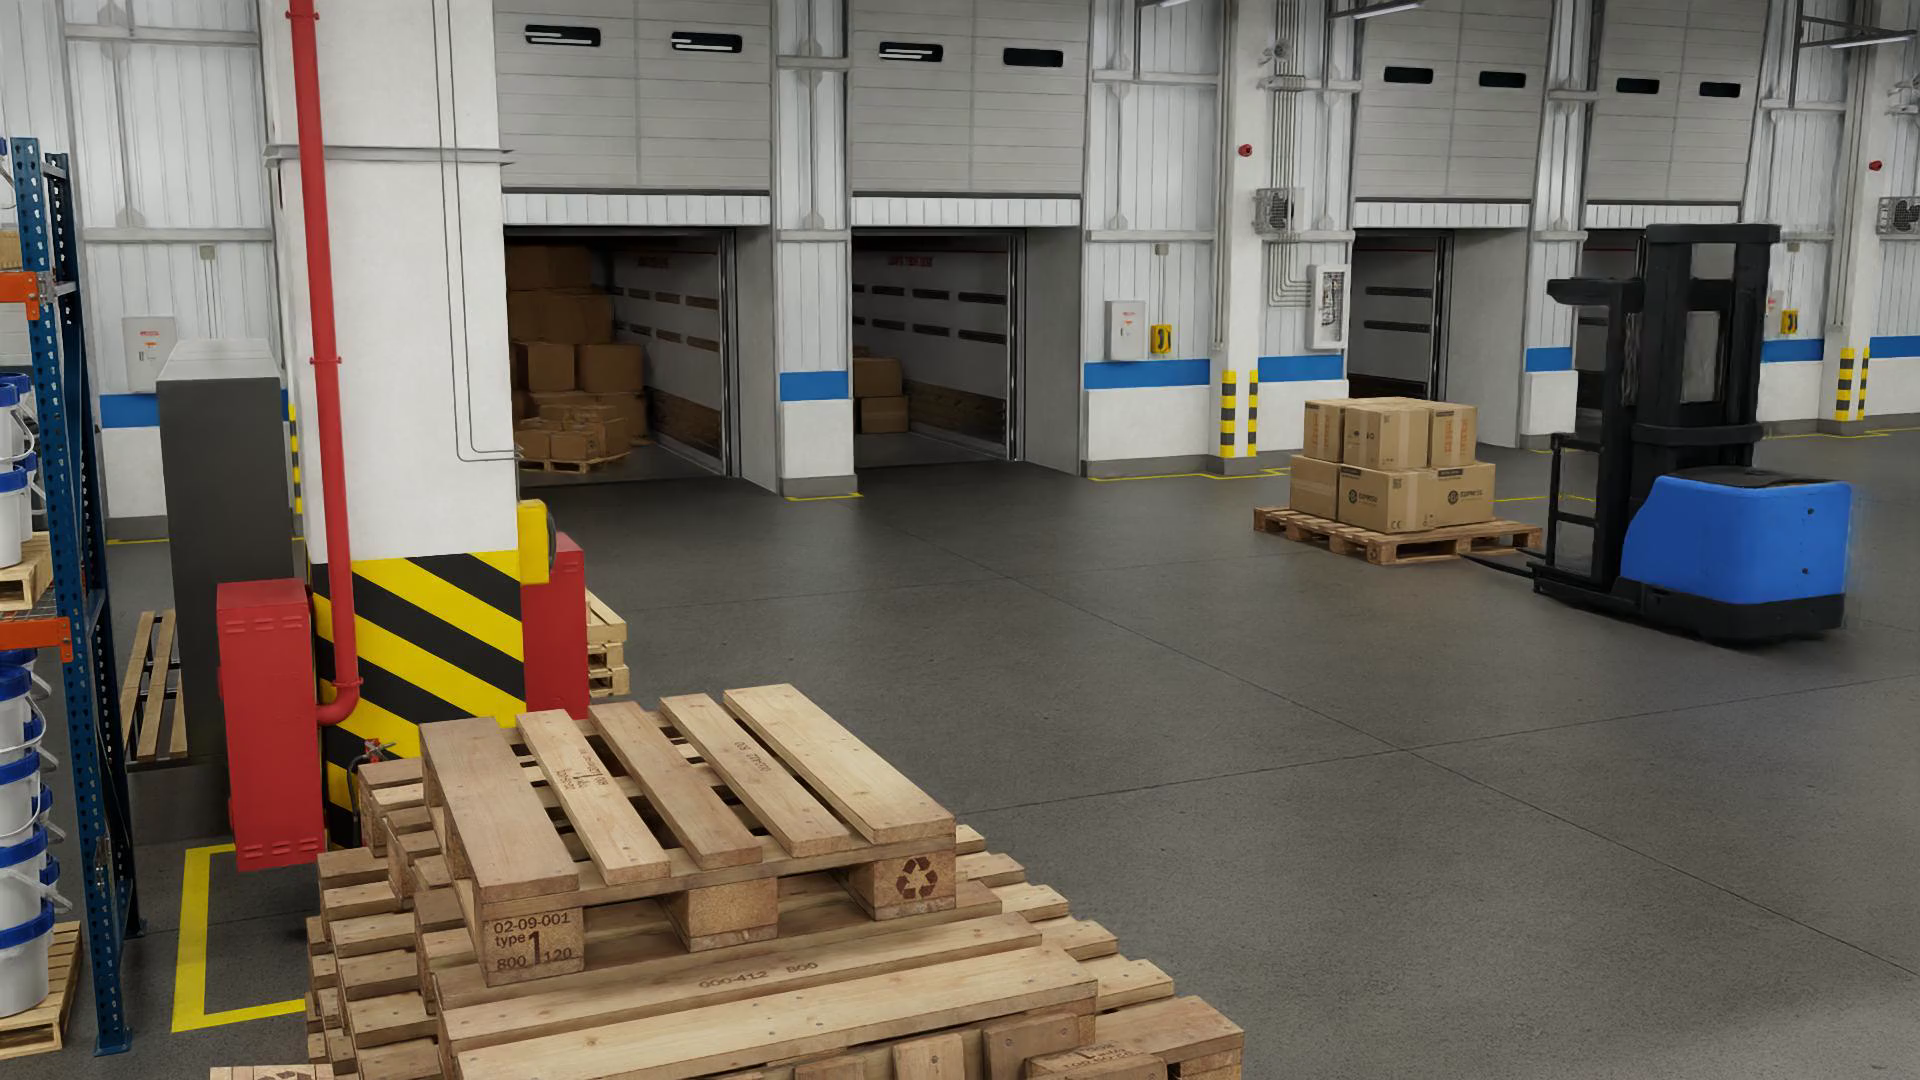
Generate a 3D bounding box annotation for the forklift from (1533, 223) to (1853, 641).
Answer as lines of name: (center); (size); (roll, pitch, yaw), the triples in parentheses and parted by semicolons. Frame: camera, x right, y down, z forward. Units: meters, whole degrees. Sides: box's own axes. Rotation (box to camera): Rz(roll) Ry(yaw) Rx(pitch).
forklift: (5.253, -0.840, 11.814); (1.129, 2.768, 1.873); (-4, 11, -23)
